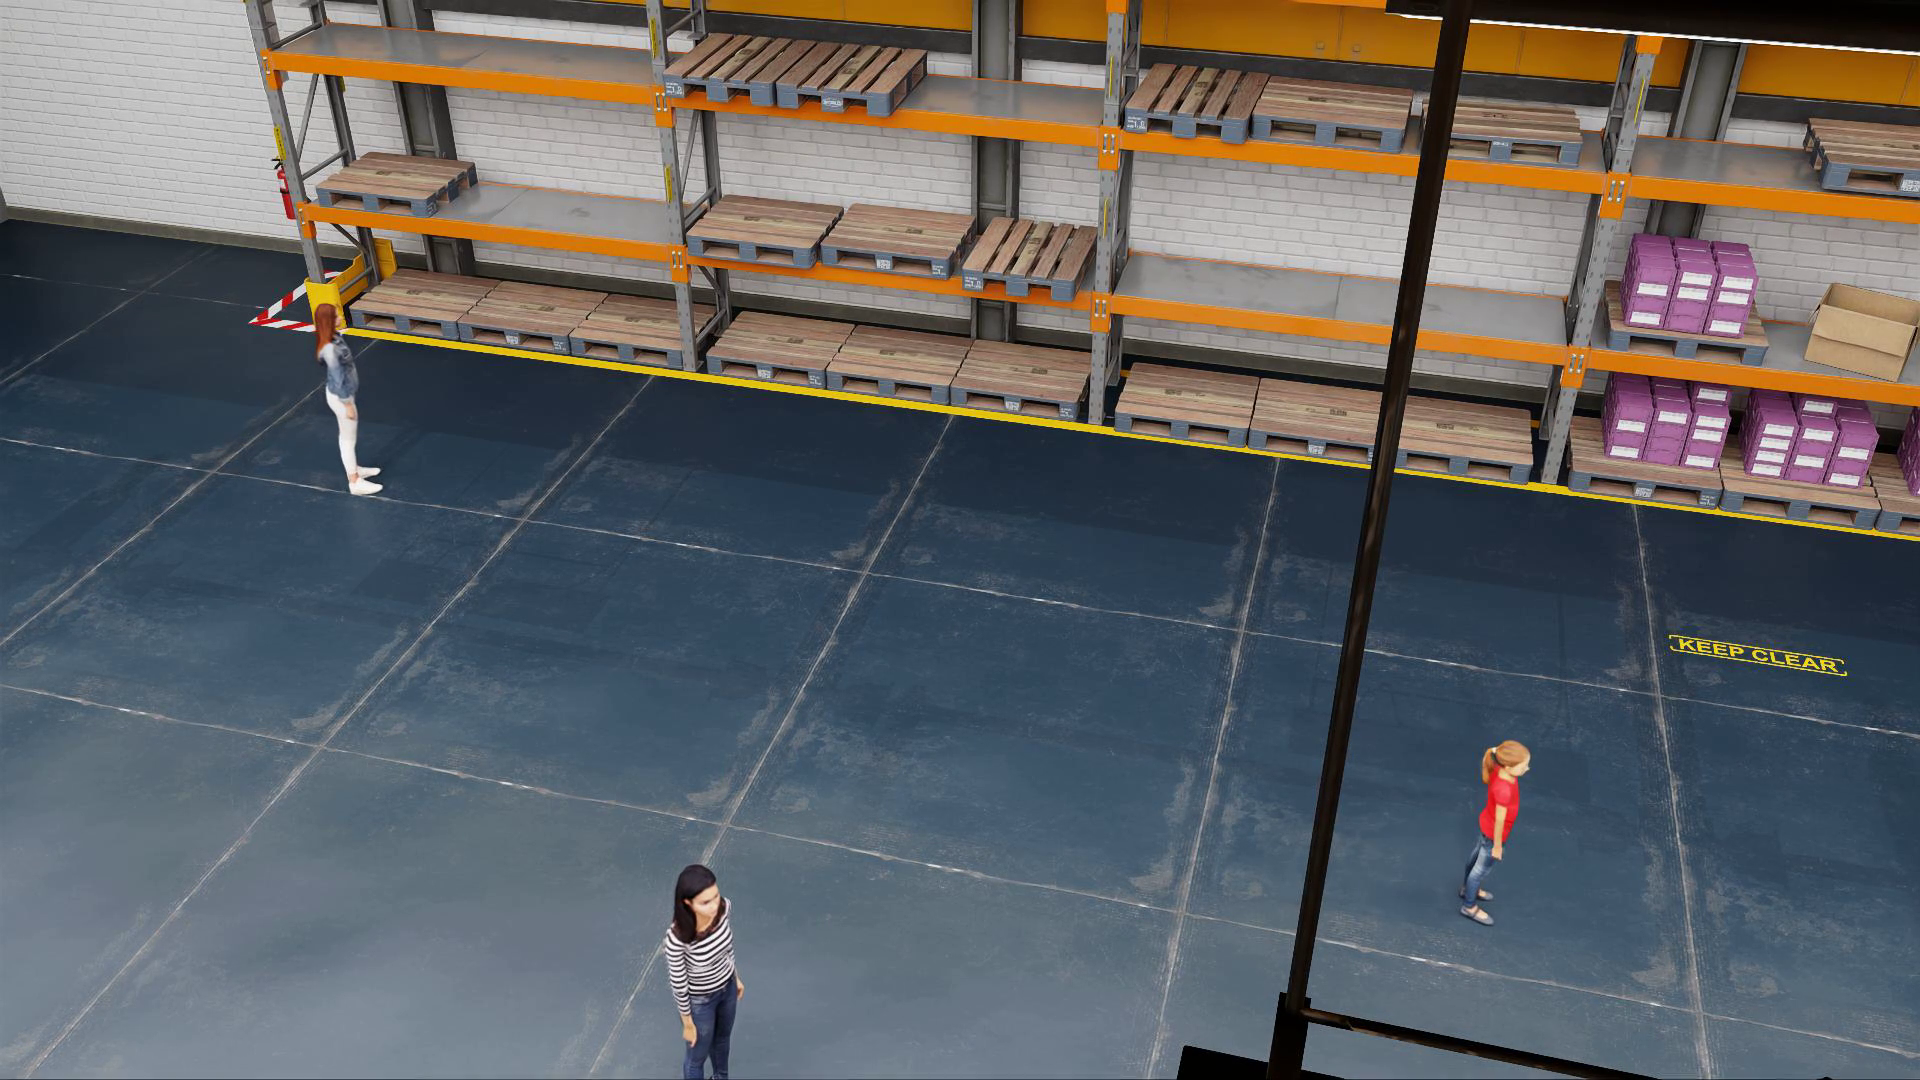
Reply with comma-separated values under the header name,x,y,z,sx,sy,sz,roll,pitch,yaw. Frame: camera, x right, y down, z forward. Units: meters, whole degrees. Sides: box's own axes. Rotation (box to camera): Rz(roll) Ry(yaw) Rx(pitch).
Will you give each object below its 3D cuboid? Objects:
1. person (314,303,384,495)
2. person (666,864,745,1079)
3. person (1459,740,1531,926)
name,x,y,z,sx,sy,sz,roll,pitch,yaw
person,-5.188,-1.196,13.935,0.699,1.702,0.685,-10,35,-15
person,-1.294,2.344,8.524,0.613,1.796,0.646,21,39,29
person,3.175,1.710,9.917,0.473,1.309,0.489,10,35,14
